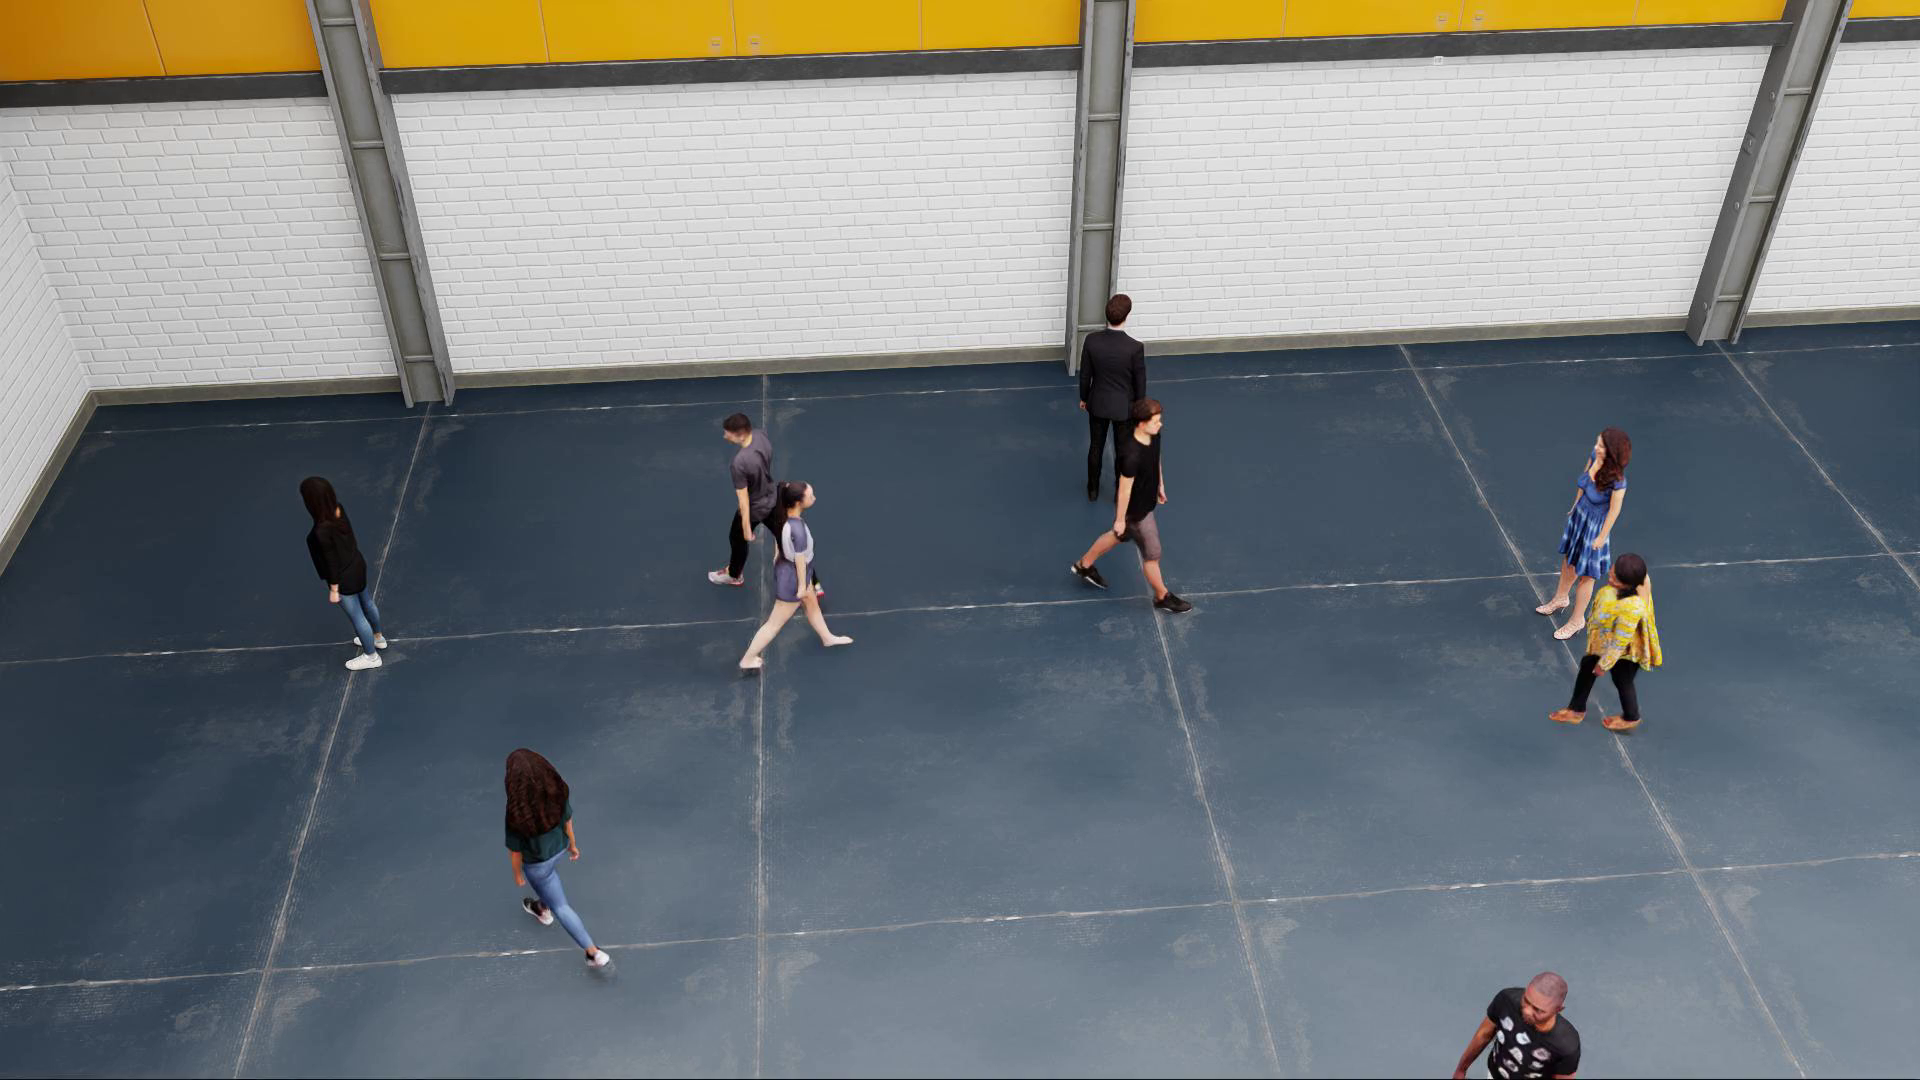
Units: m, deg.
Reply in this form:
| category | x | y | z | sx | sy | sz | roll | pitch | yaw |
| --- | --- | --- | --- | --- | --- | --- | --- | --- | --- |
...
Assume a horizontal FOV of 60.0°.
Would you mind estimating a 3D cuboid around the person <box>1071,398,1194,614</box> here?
| category | x | y | z | sx | sy | sz | roll | pitch | yaw |
| --- | --- | --- | --- | --- | --- | --- | --- | --- | --- |
| person | 1.232 | -0.288 | 12.333 | 1.321 | 1.829 | 1.055 | 14 | 41 | 17 |

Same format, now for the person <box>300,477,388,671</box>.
| category | x | y | z | sx | sy | sz | roll | pitch | yaw |
| --- | --- | --- | --- | --- | --- | --- | --- | --- | --- |
| person | -4.377 | 0.222 | 11.841 | 0.544 | 1.646 | 0.576 | 1 | 39 | 1 |

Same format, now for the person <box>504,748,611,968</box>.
| category | x | y | z | sx | sy | sz | roll | pitch | yaw |
| --- | --- | --- | --- | --- | --- | --- | --- | --- | --- |
| person | -2.403 | 1.894 | 9.798 | 1.109 | 1.584 | 1.040 | 27 | 46 | 29 |

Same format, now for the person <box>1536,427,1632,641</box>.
| category | x | y | z | sx | sy | sz | roll | pitch | yaw |
| --- | --- | --- | --- | --- | --- | --- | --- | --- | --- |
| person | 4.543 | -0.055 | 12.061 | 0.576 | 1.805 | 0.675 | -6 | 39 | -7 |

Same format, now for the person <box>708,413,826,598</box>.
| category | x | y | z | sx | sy | sz | roll | pitch | yaw |
| --- | --- | --- | --- | --- | --- | --- | --- | --- | --- |
| person | -1.412 | -0.210 | 12.331 | 1.308 | 1.709 | 1.106 | 20 | 43 | 23 |

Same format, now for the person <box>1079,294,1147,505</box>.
| category | x | y | z | sx | sy | sz | roll | pitch | yaw |
| --- | --- | --- | --- | --- | --- | --- | --- | --- | --- |
| person | 1.219 | -1.113 | 13.314 | 0.680 | 1.894 | 0.830 | 10 | 40 | 12 |

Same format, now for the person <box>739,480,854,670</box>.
| category | x | y | z | sx | sy | sz | roll | pitch | yaw |
| --- | --- | --- | --- | --- | --- | --- | --- | --- | --- |
| person | -1.286 | 0.289 | 11.798 | 1.150 | 1.596 | 0.770 | -13 | 40 | -16 |

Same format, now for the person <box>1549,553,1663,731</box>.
| category | x | y | z | sx | sy | sz | roll | pitch | yaw |
| --- | --- | --- | --- | --- | --- | --- | --- | --- | --- |
| person | 4.541 | 0.709 | 11.265 | 0.903 | 1.604 | 0.796 | 8 | 39 | 10 |

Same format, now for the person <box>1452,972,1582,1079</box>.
| category | x | y | z | sx | sy | sz | roll | pitch | yaw |
| --- | --- | --- | --- | --- | --- | --- | --- | --- | --- |
| person | 2.926 | 2.770 | 8.555 | 1.241 | 1.766 | 1.017 | -22 | 44 | -25 |
